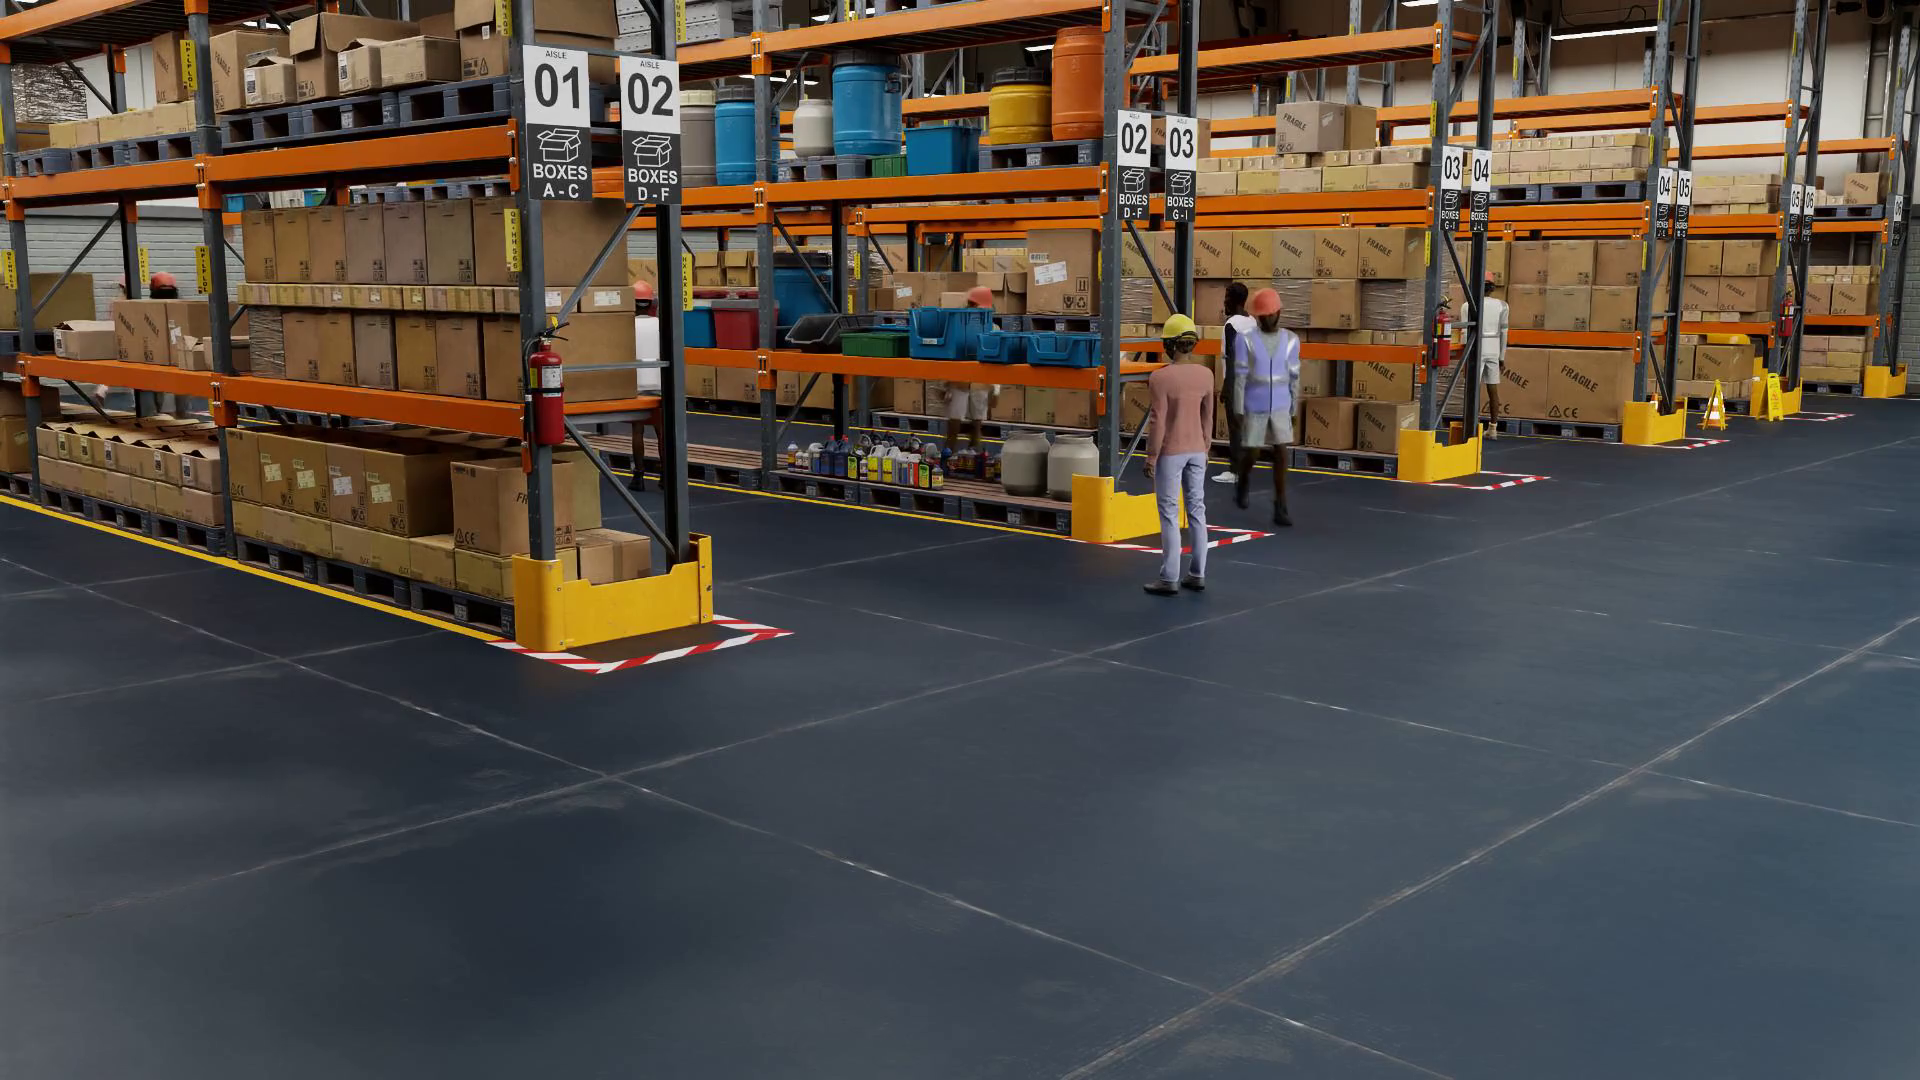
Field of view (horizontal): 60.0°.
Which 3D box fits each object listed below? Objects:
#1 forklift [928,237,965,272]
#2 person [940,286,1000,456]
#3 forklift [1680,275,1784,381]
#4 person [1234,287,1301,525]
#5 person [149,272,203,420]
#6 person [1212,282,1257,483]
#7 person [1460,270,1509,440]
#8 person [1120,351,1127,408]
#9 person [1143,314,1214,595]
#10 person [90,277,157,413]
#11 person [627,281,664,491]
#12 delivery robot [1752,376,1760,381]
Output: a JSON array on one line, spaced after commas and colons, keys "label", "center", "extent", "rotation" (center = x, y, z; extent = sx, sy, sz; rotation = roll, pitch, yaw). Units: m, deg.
[{"label": "forklift", "center": [-0.326, -5.817, 39.609], "extent": [1.129, 2.768, 1.873], "rotation": [9, 13, 43]}, {"label": "person", "center": [0.107, -1.458, 15.769], "extent": [0.573, 1.890, 0.519], "rotation": [0, 9, 0]}, {"label": "forklift", "center": [12.480, -3.427, 27.053], "extent": [1.214, 2.155, 2.313], "rotation": [9, 13, 43]}, {"label": "person", "center": [2.477, -1.101, 13.545], "extent": [0.573, 1.908, 0.676], "rotation": [-1, 9, -4]}, {"label": "person", "center": [-7.769, -1.597, 16.257], "extent": [0.924, 2.009, 0.636], "rotation": [9, 13, 44]}, {"label": "person", "center": [2.683, -1.521, 16.085], "extent": [0.392, 1.919, 0.590], "rotation": [5, 10, 26]}, {"label": "person", "center": [6.268, -2.222, 20.007], "extent": [0.609, 2.040, 0.395], "rotation": [-2, 9, -11]}, {"label": "person", "center": [2.062, -2.312, 21.832], "extent": [0.608, 1.624, 0.534], "rotation": [4, 10, 23]}, {"label": "person", "center": [1.374, -0.542, 10.547], "extent": [0.535, 1.767, 0.315], "rotation": [-6, 11, -34]}, {"label": "person", "center": [-11.904, -2.764, 23.572], "extent": [0.773, 1.964, 0.632], "rotation": [-9, 13, -43]}, {"label": "person", "center": [-2.941, -1.439, 15.518], "extent": [0.542, 1.939, 0.363], "rotation": [-4, 10, -23]}, {"label": "delivery robot", "center": [11.858, -2.401, 25.489], "extent": [0.707, 0.478, 0.477], "rotation": [5, 10, 27]}]
